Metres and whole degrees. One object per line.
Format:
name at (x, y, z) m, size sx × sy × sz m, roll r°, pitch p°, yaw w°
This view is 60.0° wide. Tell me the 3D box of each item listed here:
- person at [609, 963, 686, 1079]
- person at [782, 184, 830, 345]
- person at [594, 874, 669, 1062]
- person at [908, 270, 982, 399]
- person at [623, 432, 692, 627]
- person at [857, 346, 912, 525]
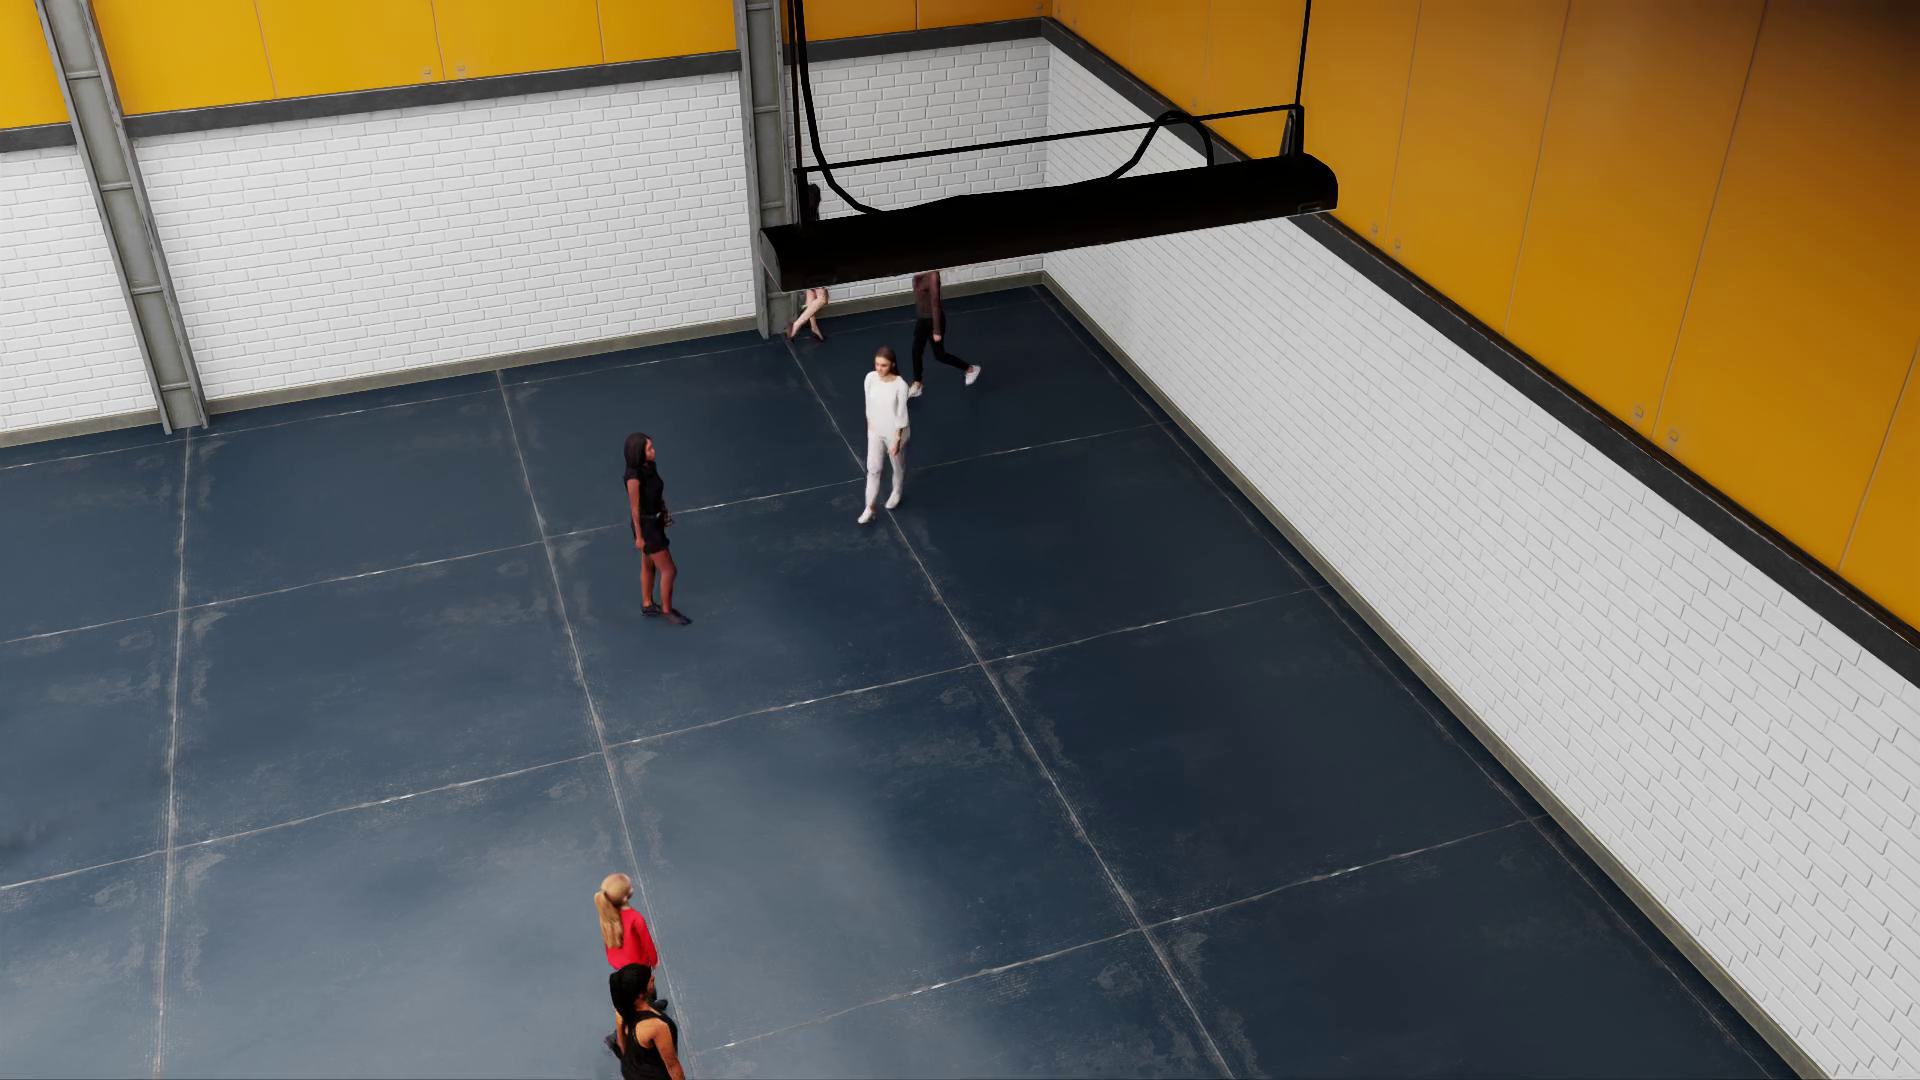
person at (-1.682, 2.891, 8.837) m, size 0.833 × 1.645 × 1.025 m, roll 28°, pitch 43°, yaw 35°
person at (-1.630, -2.798, 17.267) m, size 0.900 × 1.788 × 0.734 m, roll -23°, pitch 40°, yaw -30°
person at (-1.964, 2.497, 9.768) m, size 0.754 × 1.271 × 0.864 m, roll 20°, pitch 38°, yaw 27°
person at (-0.198, -2.153, 16.407) m, size 1.038 × 1.665 × 0.668 m, roll -11°, pitch 35°, yaw -16°
person at (-2.557, -0.087, 13.241) m, size 0.818 × 1.730 × 0.754 m, roll 4°, pitch 34°, yaw 6°
person at (-0.595, -0.999, 14.673) m, size 0.953 × 1.663 × 0.981 m, roll 12°, pitch 35°, yaw 17°
